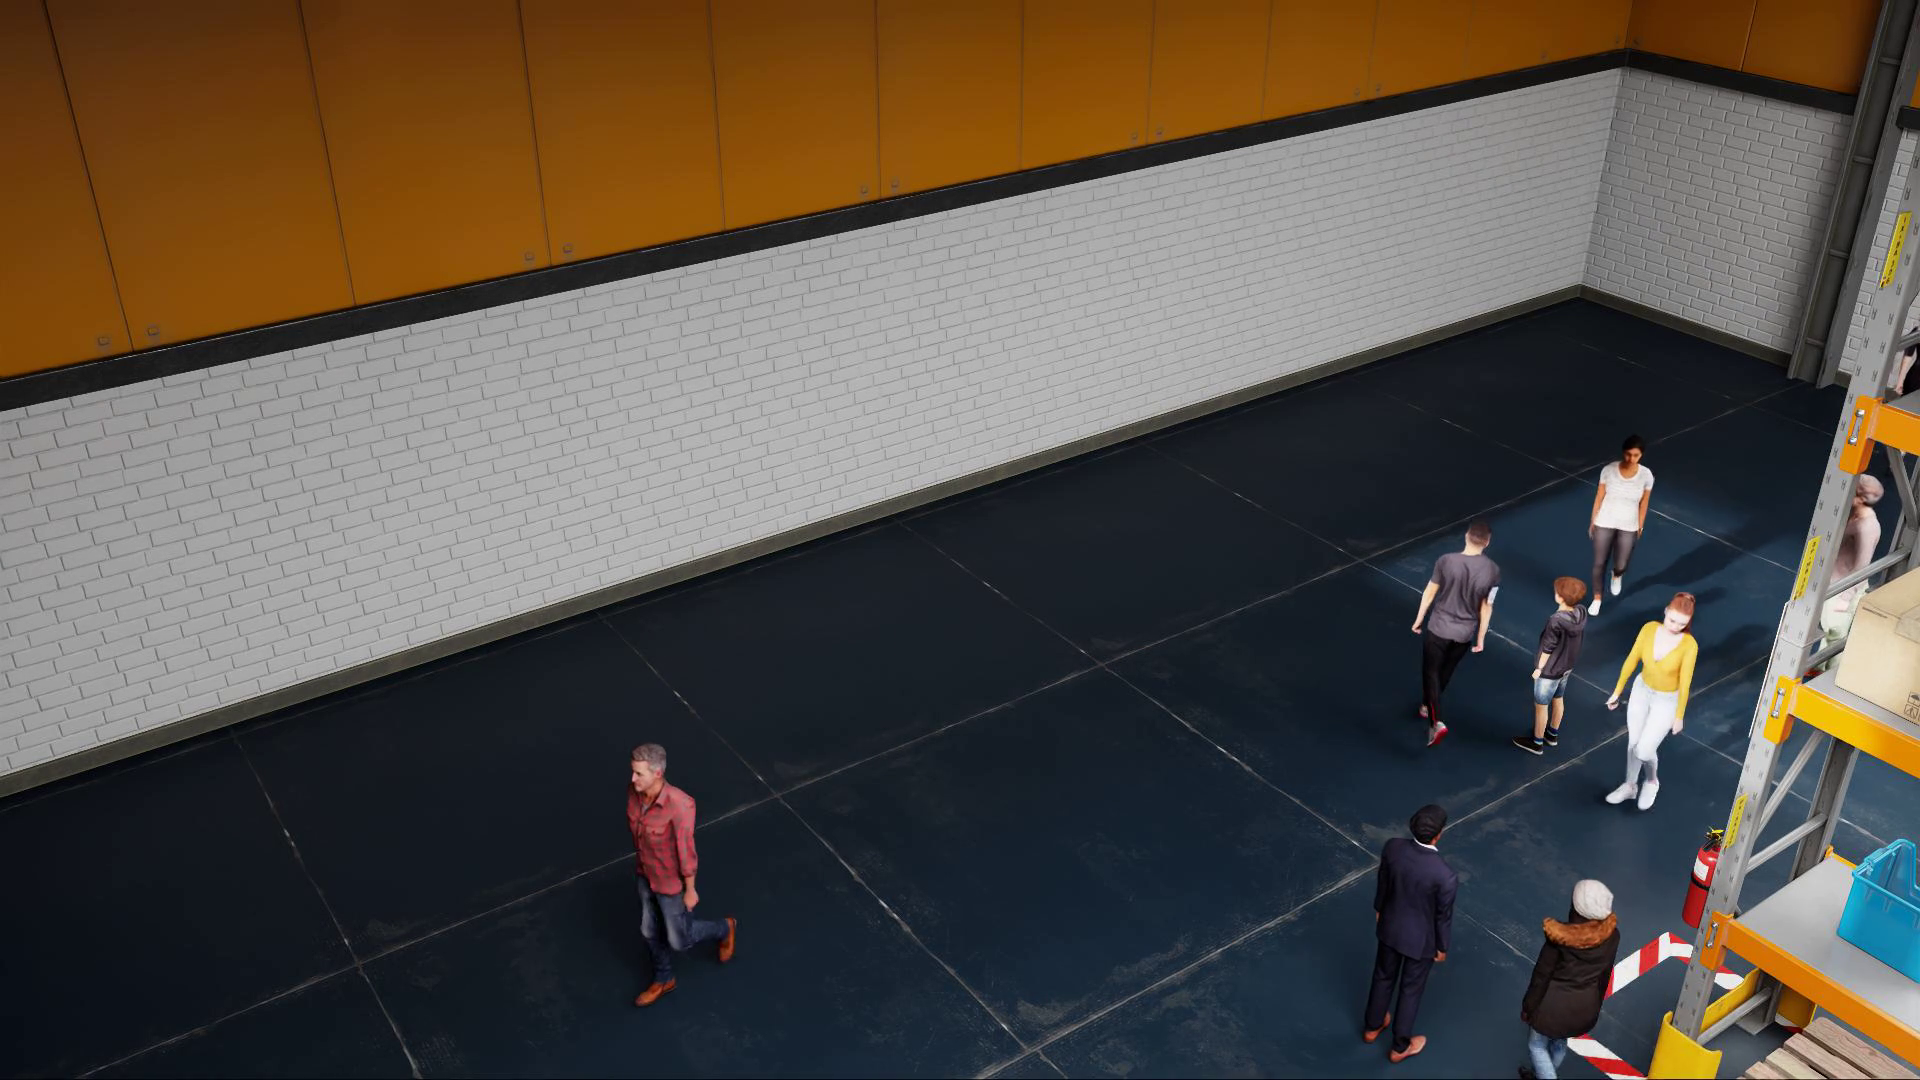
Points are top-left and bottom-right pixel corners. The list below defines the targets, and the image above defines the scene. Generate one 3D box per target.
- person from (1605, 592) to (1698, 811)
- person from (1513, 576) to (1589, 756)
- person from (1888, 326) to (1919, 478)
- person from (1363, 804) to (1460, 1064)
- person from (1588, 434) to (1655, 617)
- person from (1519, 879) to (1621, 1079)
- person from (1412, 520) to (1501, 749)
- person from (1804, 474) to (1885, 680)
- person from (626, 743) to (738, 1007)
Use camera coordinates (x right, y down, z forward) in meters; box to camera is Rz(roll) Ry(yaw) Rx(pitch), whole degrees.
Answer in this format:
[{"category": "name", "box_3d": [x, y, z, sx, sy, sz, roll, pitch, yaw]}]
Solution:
[{"category": "person", "box_3d": [4.839, 1.093, 11.449, 0.703, 1.747, 0.530, -16, 32, -26]}, {"category": "person", "box_3d": [4.337, 0.896, 12.123, 0.523, 1.447, 0.507, -19, 34, -31]}, {"category": "person", "box_3d": [9.253, -1.444, 16.037, 0.709, 1.806, 0.886, -23, 36, -36]}, {"category": "person", "box_3d": [2.531, 2.218, 9.412, 0.720, 1.723, 0.510, -24, 37, -37]}, {"category": "person", "box_3d": [5.482, -0.160, 13.867, 0.795, 1.631, 0.808, 14, 31, 23]}, {"category": "person", "box_3d": [3.281, 2.528, 8.950, 0.835, 1.621, 1.004, -5, 29, -9]}, {"category": "person", "box_3d": [3.609, 0.709, 12.173, 1.127, 1.729, 1.172, 4, 29, 7]}, {"category": "person", "box_3d": [6.731, 0.357, 12.671, 0.800, 1.869, 0.772, 8, 30, 15]}, {"category": "person", "box_3d": [-1.672, 1.940, 9.828, 0.972, 1.812, 0.909, 22, 36, 35]}]
